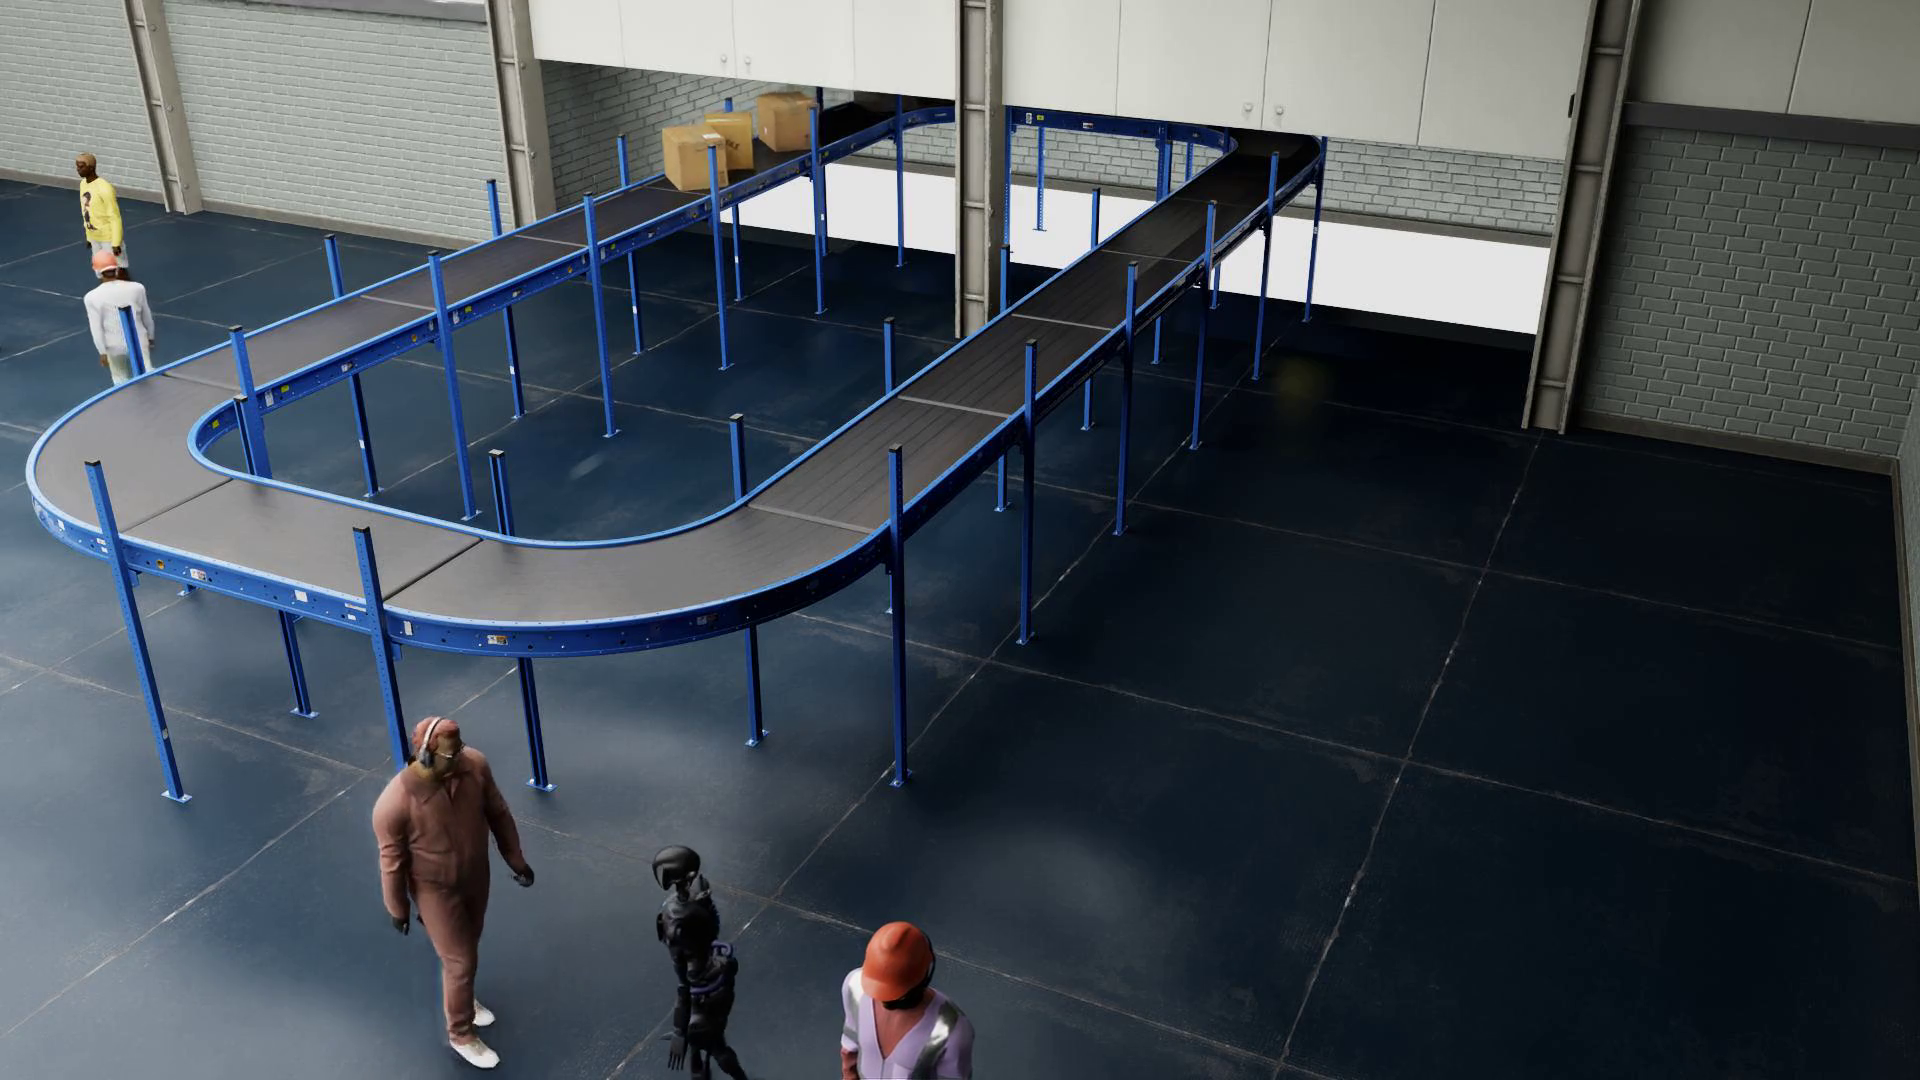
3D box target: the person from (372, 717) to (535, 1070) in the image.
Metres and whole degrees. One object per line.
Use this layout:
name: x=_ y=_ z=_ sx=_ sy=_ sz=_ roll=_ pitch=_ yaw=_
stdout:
person: x=-2.460 y=1.700 z=8.228 sx=0.631 sy=1.883 sz=0.660 roll=14 pitch=30 yaw=26

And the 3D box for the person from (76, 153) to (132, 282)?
person: x=-9.419 y=-3.315 z=18.325 sx=0.542 sy=1.899 sz=0.376 roll=14 pitch=30 yaw=27

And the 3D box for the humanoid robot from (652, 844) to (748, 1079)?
humanoid robot: x=-1.151 y=2.107 z=7.675 sx=0.435 sy=1.646 sz=0.601 roll=2 pitch=26 yaw=4

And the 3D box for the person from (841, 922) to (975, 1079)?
person: x=-0.237 y=2.363 z=6.737 sx=0.607 sy=2.035 sz=0.403 roll=17 pitch=31 yaw=31

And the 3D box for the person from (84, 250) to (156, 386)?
person: x=-7.825 y=-1.875 z=15.627 sx=0.571 sy=1.714 sz=0.864 roll=-23 pitch=35 yaw=-39
